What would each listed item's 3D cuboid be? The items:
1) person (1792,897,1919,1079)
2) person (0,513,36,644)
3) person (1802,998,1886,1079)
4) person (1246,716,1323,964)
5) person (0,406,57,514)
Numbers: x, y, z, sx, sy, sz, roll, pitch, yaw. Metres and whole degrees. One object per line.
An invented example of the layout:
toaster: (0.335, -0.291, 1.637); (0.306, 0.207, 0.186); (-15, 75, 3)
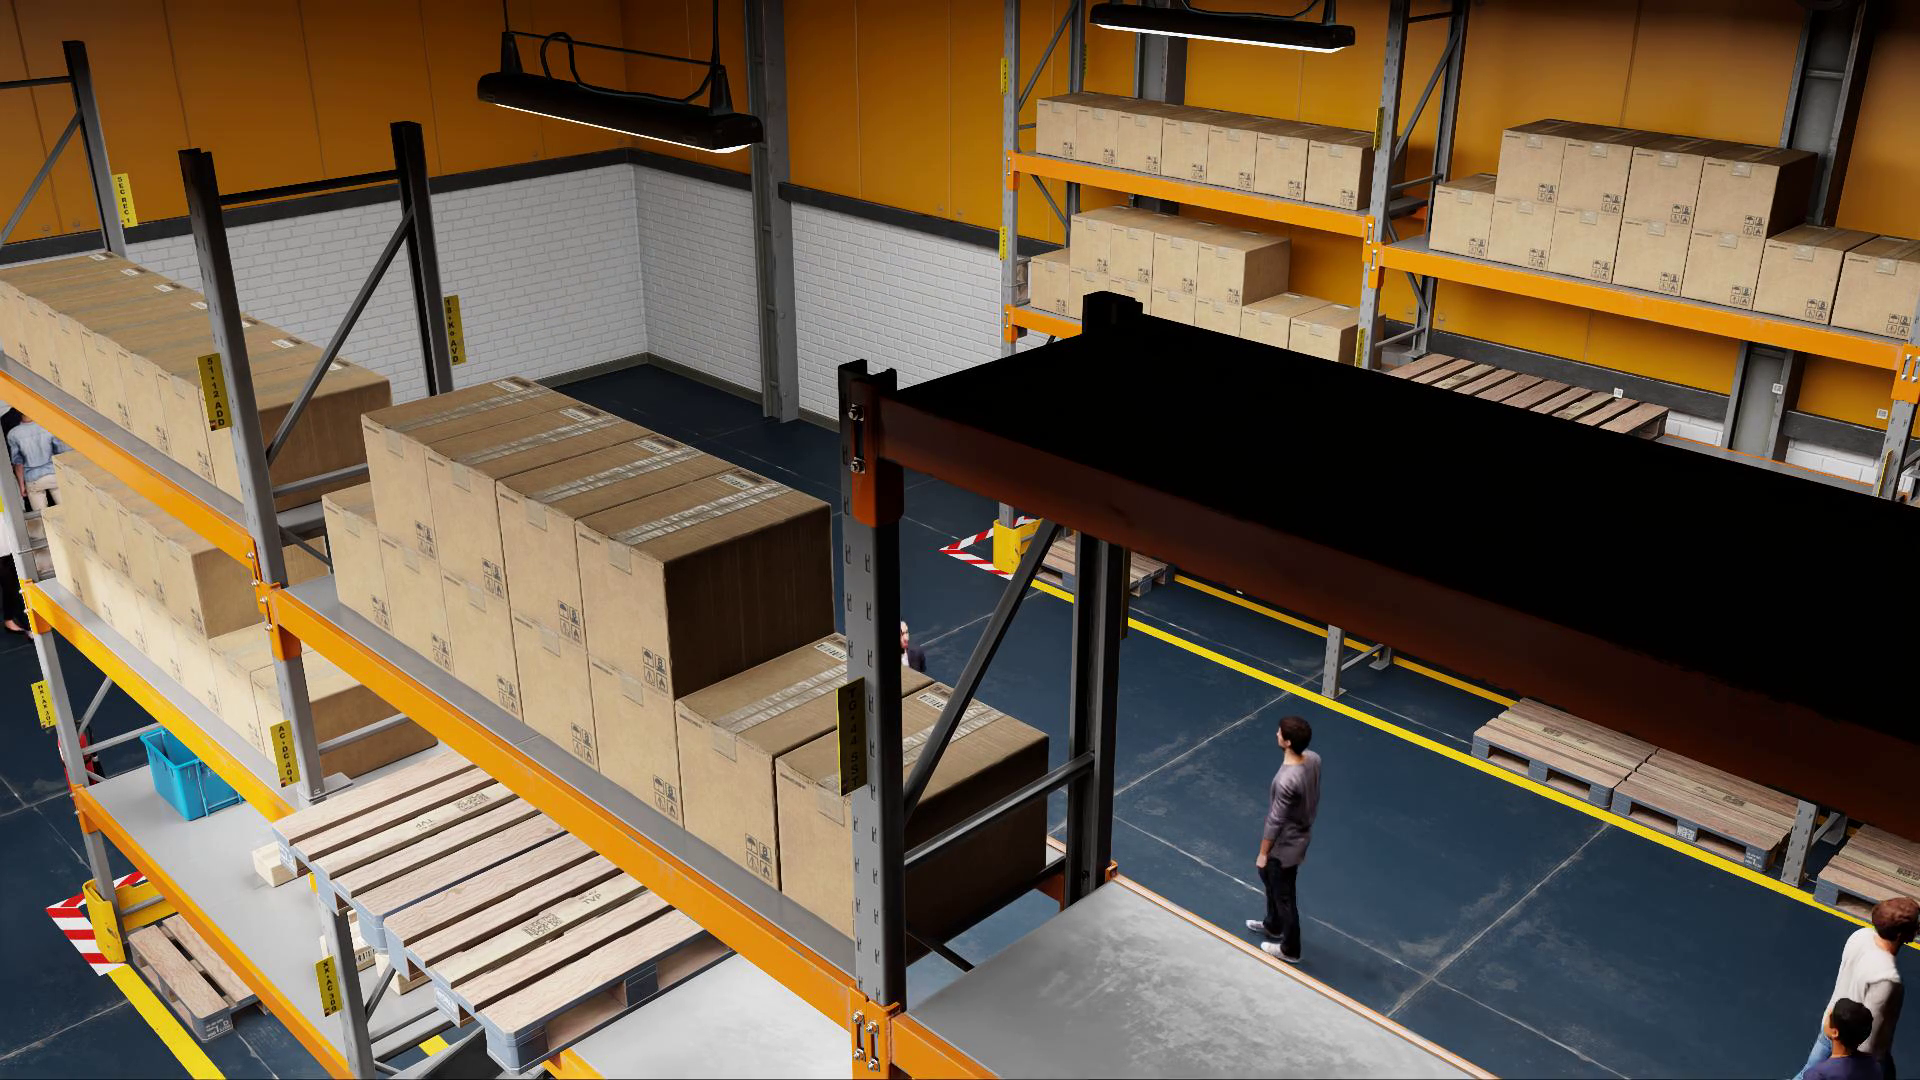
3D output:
person: (4.933, 2.802, 9.329); (1.260, 1.853, 1.167); (1, 24, 3)
person: (-9.024, 0.151, 15.590); (0.996, 1.694, 0.823); (8, 25, 19)
person: (4.506, 3.213, 8.523); (0.920, 1.744, 1.236); (-11, 26, -23)
person: (2.272, 2.030, 11.112); (0.778, 1.840, 0.771); (15, 28, 30)
person: (-9.912, -0.850, 17.729); (0.678, 1.815, 0.754); (13, 27, 27)
